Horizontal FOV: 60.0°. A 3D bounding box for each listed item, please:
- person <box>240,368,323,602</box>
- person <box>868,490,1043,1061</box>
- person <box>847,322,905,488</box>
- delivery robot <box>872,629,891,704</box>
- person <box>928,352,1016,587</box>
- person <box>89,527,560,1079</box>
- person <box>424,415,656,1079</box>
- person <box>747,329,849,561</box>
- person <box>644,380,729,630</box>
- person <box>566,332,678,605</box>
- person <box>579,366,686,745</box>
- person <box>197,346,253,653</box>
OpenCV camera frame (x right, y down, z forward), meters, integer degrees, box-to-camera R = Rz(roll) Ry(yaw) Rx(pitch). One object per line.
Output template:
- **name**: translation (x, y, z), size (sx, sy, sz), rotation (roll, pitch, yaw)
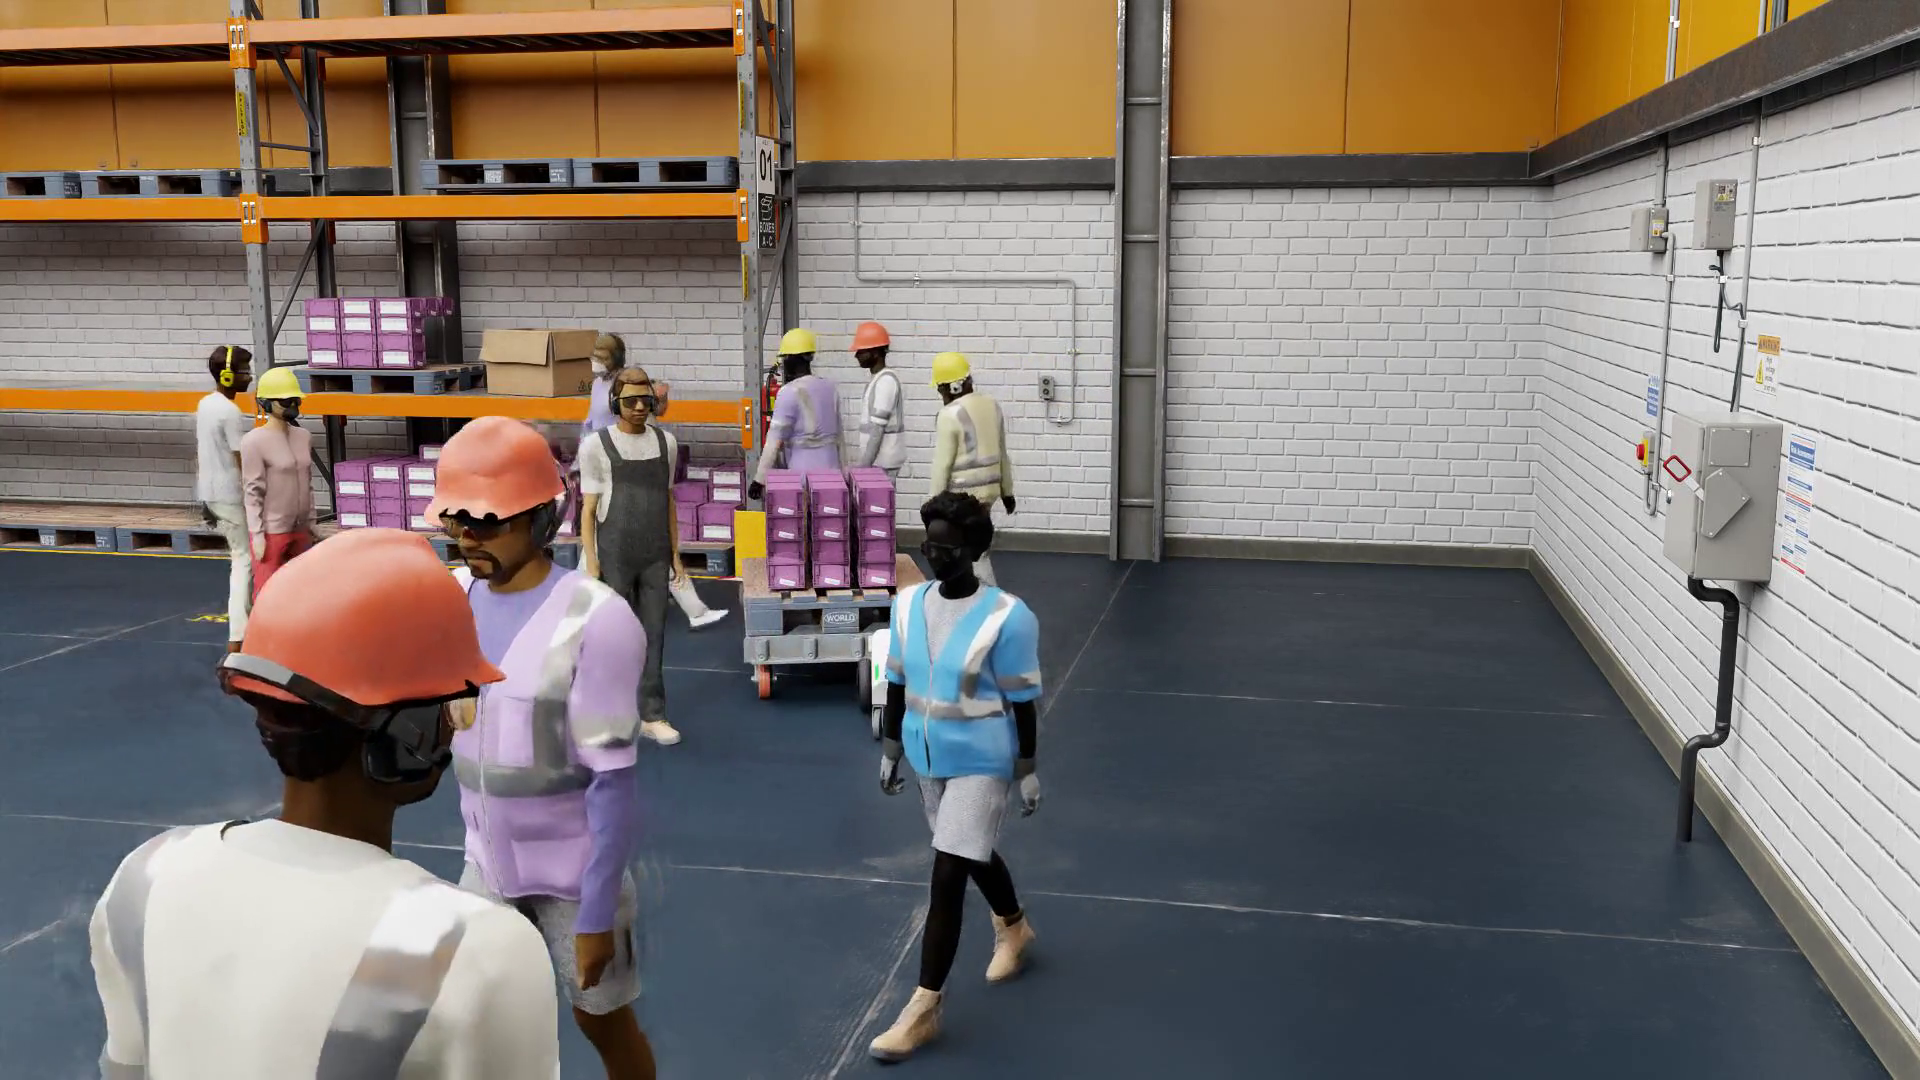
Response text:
- **person**: translation (-3.659, -0.050, 9.034), size (0.330, 1.769, 0.526), rotation (3, 10, 16)
- **person**: translation (0.010, 0.659, 5.092), size (0.519, 1.654, 0.882), rotation (8, 12, 39)
- **person**: translation (-0.605, -0.563, 11.666), size (0.414, 1.924, 0.550), rotation (-2, 10, -14)
- **delivery robot**: translation (-0.274, 0.618, 8.368), size (0.477, 0.478, 0.707), rotation (0, 9, -3)
- **person**: translation (-0.015, -0.296, 10.492), size (0.852, 1.779, 0.632), rotation (6, 11, 34)
- **person**: translation (-0.685, 0.982, 2.061), size (0.638, 2.010, 0.792), rotation (5, 11, 26)
- **person**: translation (-1.008, 0.734, 3.624), size (0.629, 1.990, 0.992), rotation (6, 11, 30)
- **person**: translation (-1.084, -0.437, 11.005), size (0.882, 1.889, 0.608), rotation (4, 10, 25)
- **person**: translation (-1.875, -0.202, 10.449), size (0.848, 1.596, 0.526), rotation (-3, 10, -16)
- **person**: translation (-2.312, -0.435, 11.016), size (1.022, 1.878, 0.729), rotation (-4, 10, -23)
- **person**: translation (-1.555, 0.093, 7.935), size (0.517, 1.843, 0.326), rotation (-8, 12, -39)
- **person**: translation (-4.320, -0.236, 9.934), size (0.420, 1.843, 0.579), rotation (-7, 12, -38)
